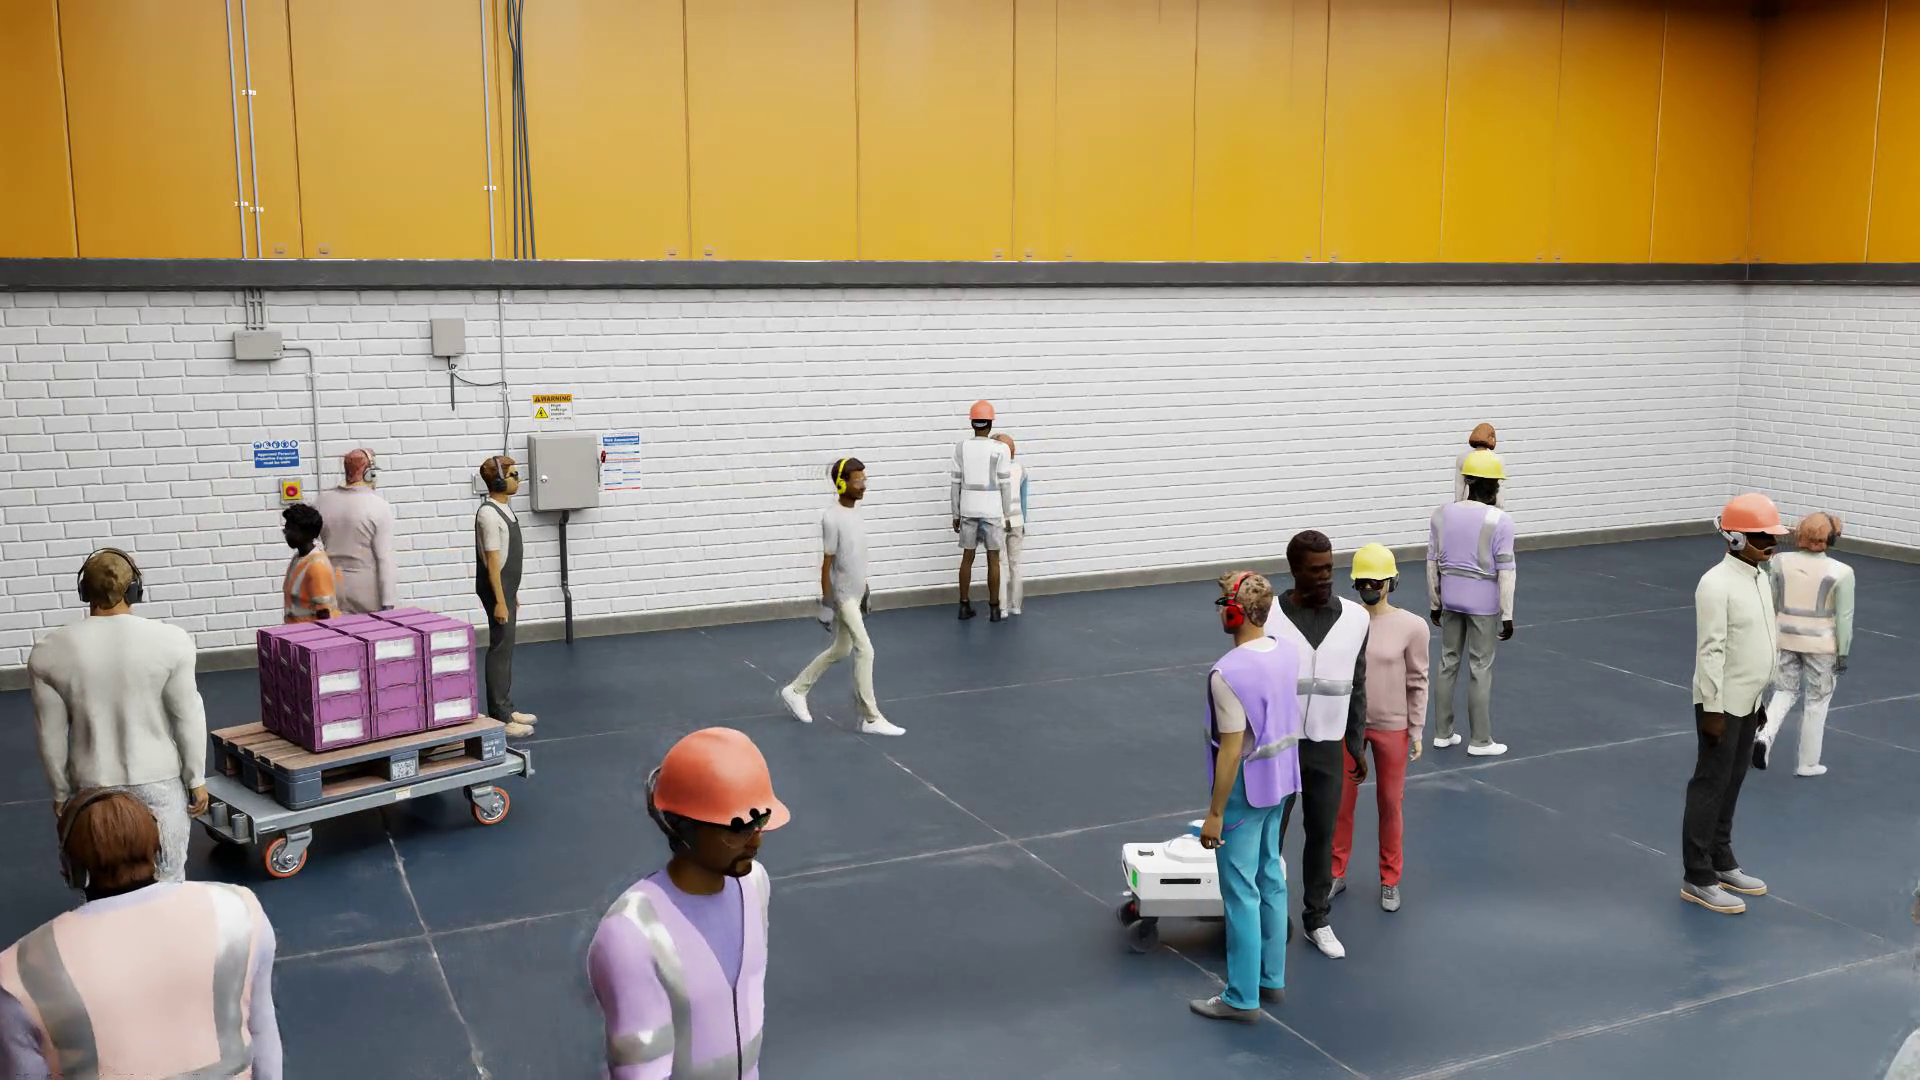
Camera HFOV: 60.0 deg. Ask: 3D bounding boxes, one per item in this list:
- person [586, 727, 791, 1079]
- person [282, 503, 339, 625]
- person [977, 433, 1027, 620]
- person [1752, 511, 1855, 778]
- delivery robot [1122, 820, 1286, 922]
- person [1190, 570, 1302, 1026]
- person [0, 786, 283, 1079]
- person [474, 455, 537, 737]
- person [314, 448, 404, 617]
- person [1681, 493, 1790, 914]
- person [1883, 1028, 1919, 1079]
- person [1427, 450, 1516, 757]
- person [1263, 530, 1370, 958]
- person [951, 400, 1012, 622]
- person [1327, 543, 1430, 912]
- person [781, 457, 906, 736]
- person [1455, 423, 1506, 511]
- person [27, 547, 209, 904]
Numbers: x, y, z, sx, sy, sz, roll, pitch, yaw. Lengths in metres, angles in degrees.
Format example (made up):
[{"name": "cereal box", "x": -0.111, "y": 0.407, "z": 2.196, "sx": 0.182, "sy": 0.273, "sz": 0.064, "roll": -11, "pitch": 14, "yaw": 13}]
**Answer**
[{"name": "person", "x": -0.520, "y": 1.428, "z": 3.856, "sx": 0.968, "sy": 1.999, "sz": 0.615, "roll": 6, "pitch": 11, "yaw": 31}, {"name": "person", "x": -3.839, "y": 0.587, "z": 10.075, "sx": 0.724, "sy": 1.674, "sz": 0.542, "roll": -6, "pitch": 11, "yaw": -33}, {"name": "person", "x": 0.381, "y": -0.120, "z": 14.564, "sx": 0.520, "sy": 1.642, "sz": 0.313, "roll": -7, "pitch": 11, "yaw": -37}, {"name": "person", "x": 5.008, "y": 0.638, "z": 9.886, "sx": 0.506, "sy": 1.621, "sz": 0.527, "roll": -7, "pitch": 11, "yaw": -36}, {"name": "delivery robot", "x": 1.093, "y": 1.509, "z": 7.512, "sx": 0.707, "sy": 0.478, "sz": 0.477, "roll": 0, "pitch": 9, "yaw": -1}, {"name": "person", "x": 1.179, "y": 1.038, "z": 6.729, "sx": 0.372, "sy": 1.843, "sz": 0.570, "roll": 7, "pitch": 12, "yaw": 37}, {"name": "person", "x": -1.937, "y": 1.490, "z": 3.994, "sx": 0.643, "sy": 1.823, "sz": 0.547, "roll": -7, "pitch": 11, "yaw": -37}, {"name": "person", "x": -2.991, "y": 0.364, "z": 10.913, "sx": 0.342, "sy": 1.846, "sz": 0.508, "roll": -1, "pitch": 9, "yaw": -8}, {"name": "person", "x": -3.913, "y": 0.331, "z": 11.005, "sx": 0.647, "sy": 1.888, "sz": 0.574, "roll": 3, "pitch": 10, "yaw": 18}, {"name": "person", "x": 3.711, "y": 0.763, "z": 7.977, "sx": 0.377, "sy": 1.995, "sz": 0.608, "roll": 9, "pitch": 13, "yaw": 43}, {"name": "person", "x": 3.526, "y": 1.315, "z": 5.526, "sx": 0.897, "sy": 1.667, "sz": 0.515, "roll": 4, "pitch": 10, "yaw": 25}, {"name": "person", "x": 3.225, "y": 0.396, "z": 10.466, "sx": 0.372, "sy": 1.923, "sz": 0.593, "roll": -8, "pitch": 12, "yaw": -40}, {"name": "person", "x": 1.510, "y": 0.899, "z": 7.364, "sx": 0.598, "sy": 1.918, "sz": 0.378, "roll": -1, "pitch": 9, "yaw": -6}, {"name": "person", "x": 0.193, "y": -0.253, "z": 14.489, "sx": 0.545, "sy": 1.930, "sz": 0.377, "roll": 3, "pitch": 10, "yaw": 21}, {"name": "person", "x": 1.947, "y": 0.886, "z": 7.923, "sx": 0.533, "sy": 1.768, "sz": 0.310, "roll": 4, "pitch": 10, "yaw": 24}, {"name": "person", "x": -0.795, "y": 0.358, "z": 10.983, "sx": 0.875, "sy": 1.845, "sz": 0.524, "roll": 3, "pitch": 10, "yaw": 20}, {"name": "person", "x": 4.874, "y": -0.283, "z": 15.588, "sx": 0.497, "sy": 1.633, "sz": 0.288, "roll": 9, "pitch": 13, "yaw": 43}, {"name": "person", "x": -3.378, "y": 0.989, "z": 6.746, "sx": 0.627, "sy": 1.941, "sz": 0.370, "roll": -2, "pitch": 9, "yaw": -13}]
